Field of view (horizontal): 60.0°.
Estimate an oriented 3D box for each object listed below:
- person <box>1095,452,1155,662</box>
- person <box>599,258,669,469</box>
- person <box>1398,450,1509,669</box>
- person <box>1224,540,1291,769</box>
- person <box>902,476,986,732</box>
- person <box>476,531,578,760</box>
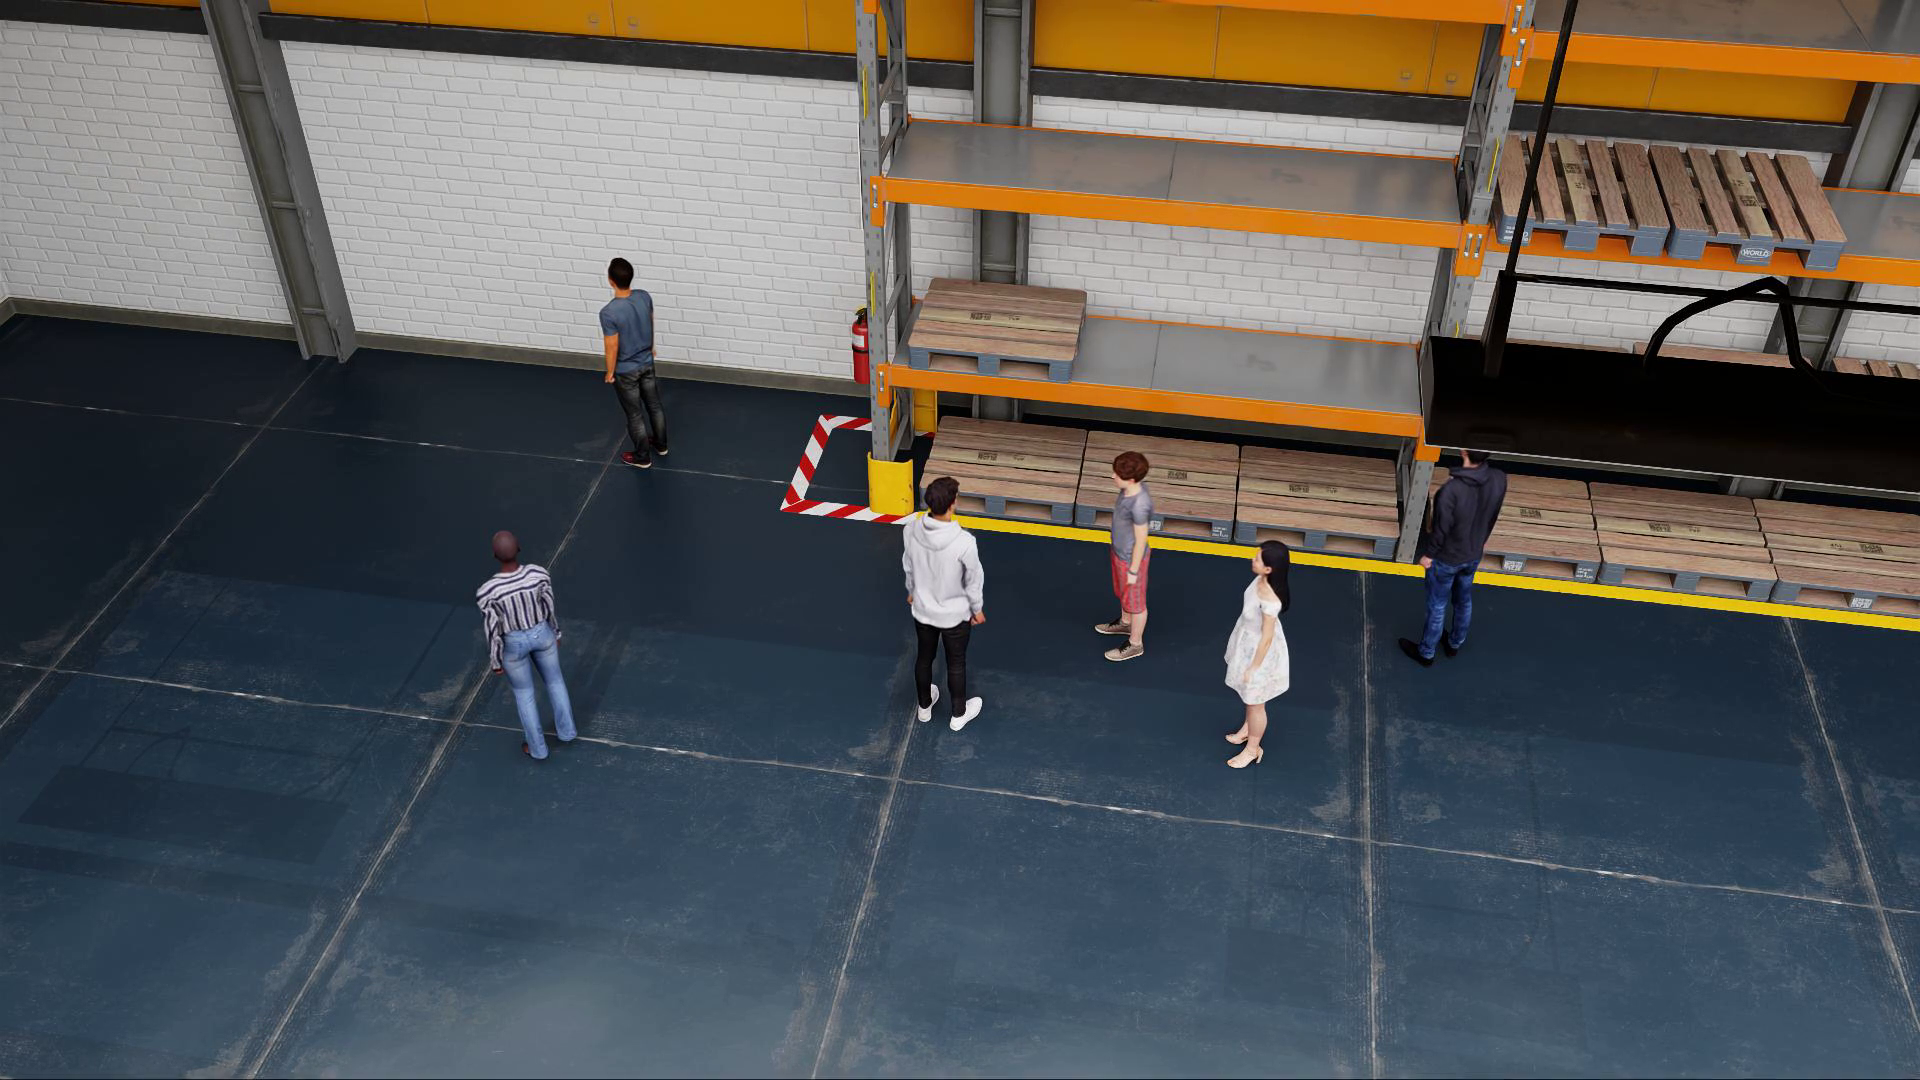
[{"bbox_3d":[1.154,0.095,11.239,0.619,1.648,0.657,-5,39,-7],"label":"person"},{"bbox_3d":[-2.542,-1.383,12.960,0.709,1.810,0.726,26,45,28],"label":"person"},{"bbox_3d":[3.313,0.067,11.078,0.714,1.894,0.820,-16,41,-19],"label":"person"},{"bbox_3d":[1.855,0.710,10.369,0.631,1.775,0.647,4,39,6],"label":"person"},{"bbox_3d":[-0.121,0.413,10.617,0.580,1.928,0.787,14,41,17],"label":"person"},{"bbox_3d":[-2.704,0.667,10.406,0.698,1.795,0.751,-25,45,-28],"label":"person"}]
